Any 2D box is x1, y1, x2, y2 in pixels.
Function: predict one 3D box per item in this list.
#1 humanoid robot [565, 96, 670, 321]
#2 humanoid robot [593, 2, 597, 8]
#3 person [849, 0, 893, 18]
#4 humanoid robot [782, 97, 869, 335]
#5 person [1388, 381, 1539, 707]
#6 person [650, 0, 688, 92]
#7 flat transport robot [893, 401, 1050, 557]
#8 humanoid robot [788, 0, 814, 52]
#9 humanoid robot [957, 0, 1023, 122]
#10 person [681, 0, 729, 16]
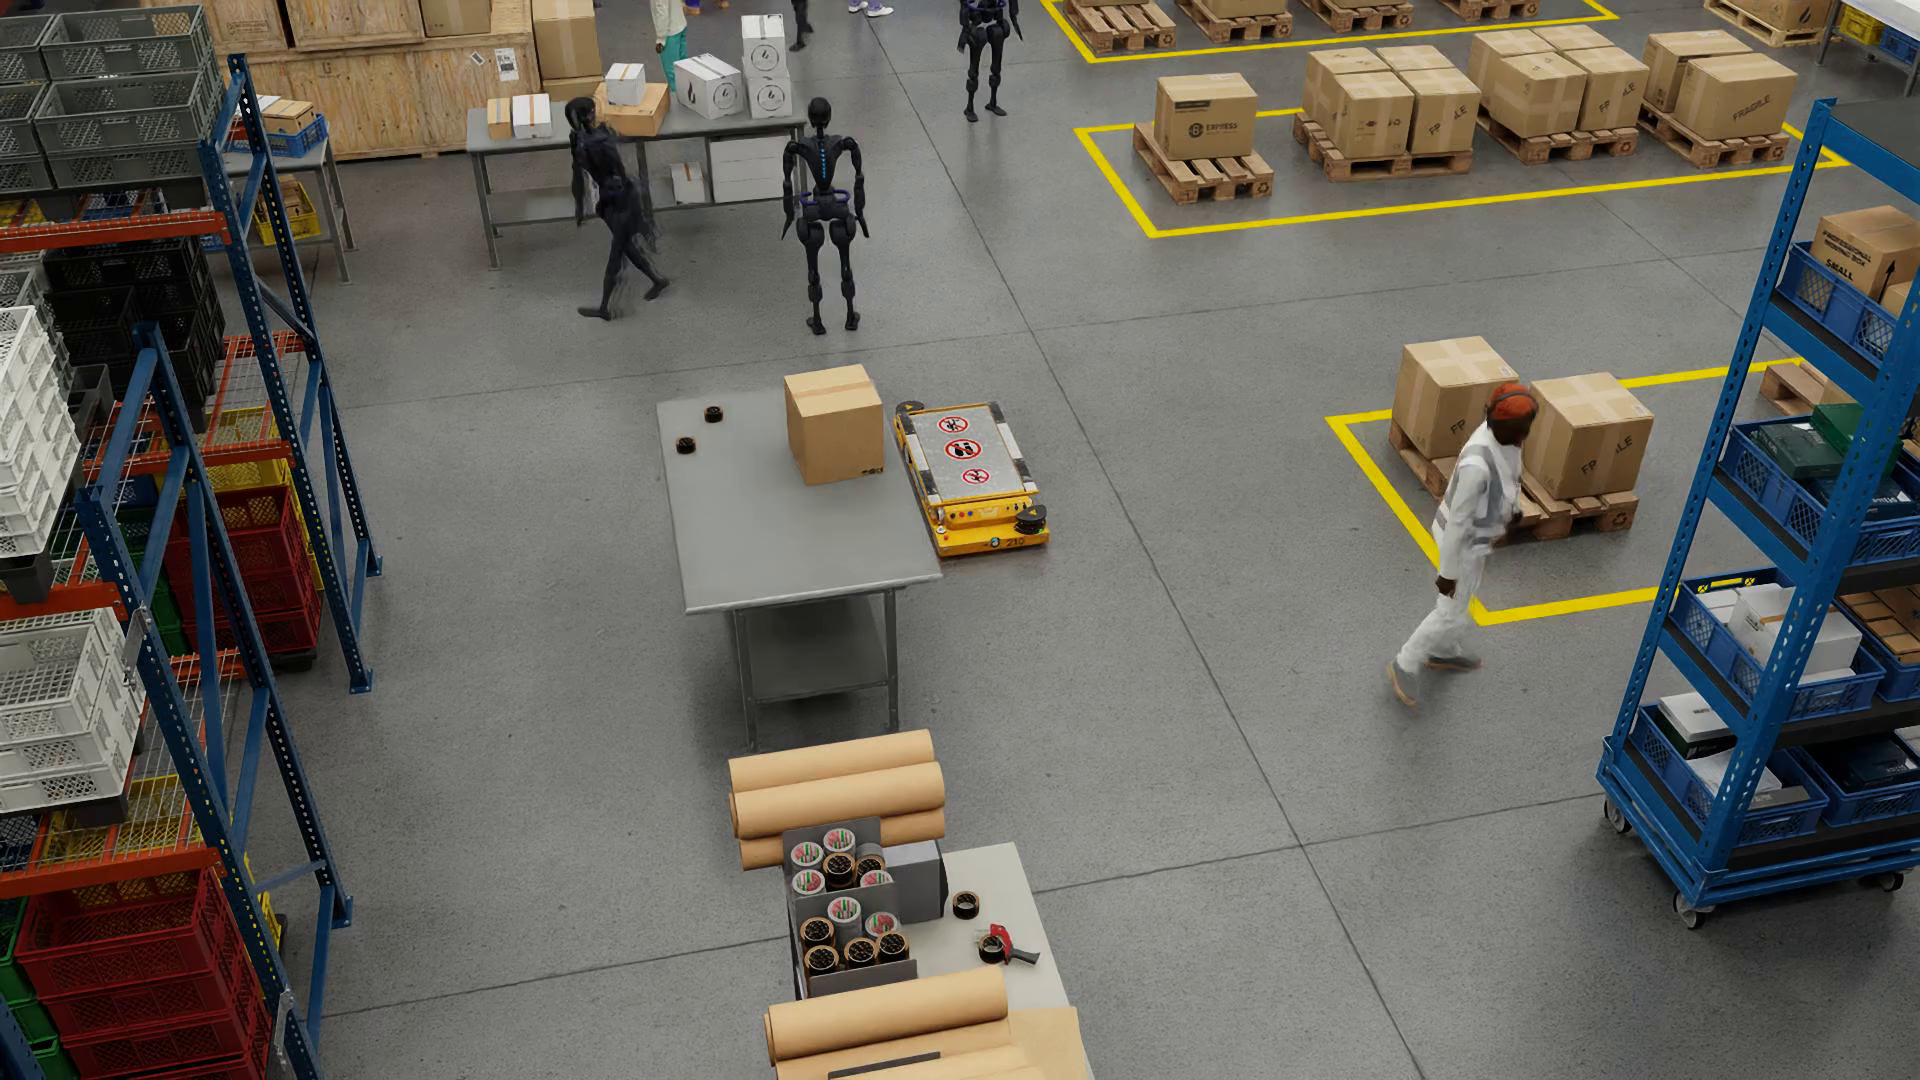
[{"bbox_3d":[-2.381,-2.312,11.523,0.800,1.607,0.654,-27,45,-32],"label":"humanoid robot"},{"bbox_3d":[-4.073,-6.162,16.681,0.718,1.632,0.586,-4,37,-6],"label":"humanoid robot"},{"bbox_3d":[-0.949,-6.161,16.443,0.586,1.930,0.361,25,43,29],"label":"person"},{"bbox_3d":[-0.923,-2.204,11.324,0.593,1.657,0.326,-6,37,-8],"label":"humanoid robot"},{"bbox_3d":[2.524,-0.043,8.272,0.403,1.878,0.775,19,41,23],"label":"person"},{"bbox_3d":[-2.483,-4.328,14.115,0.313,1.767,0.534,6,37,7],"label":"person"},{"bbox_3d":[0.046,-0.430,10.108,0.652,0.197,1.431,-8,37,-10],"label":"flat transport robot"},{"bbox_3d":[-1.568,-5.570,15.898,0.590,1.618,0.727,7,37,9],"label":"humanoid robot"},{"bbox_3d":[0.246,-4.458,14.354,0.610,1.657,0.321,-18,40,-23],"label":"humanoid robot"},{"bbox_3d":[-2.641,-6.269,16.497,0.673,2.000,0.536,-21,42,-26],"label":"person"}]
